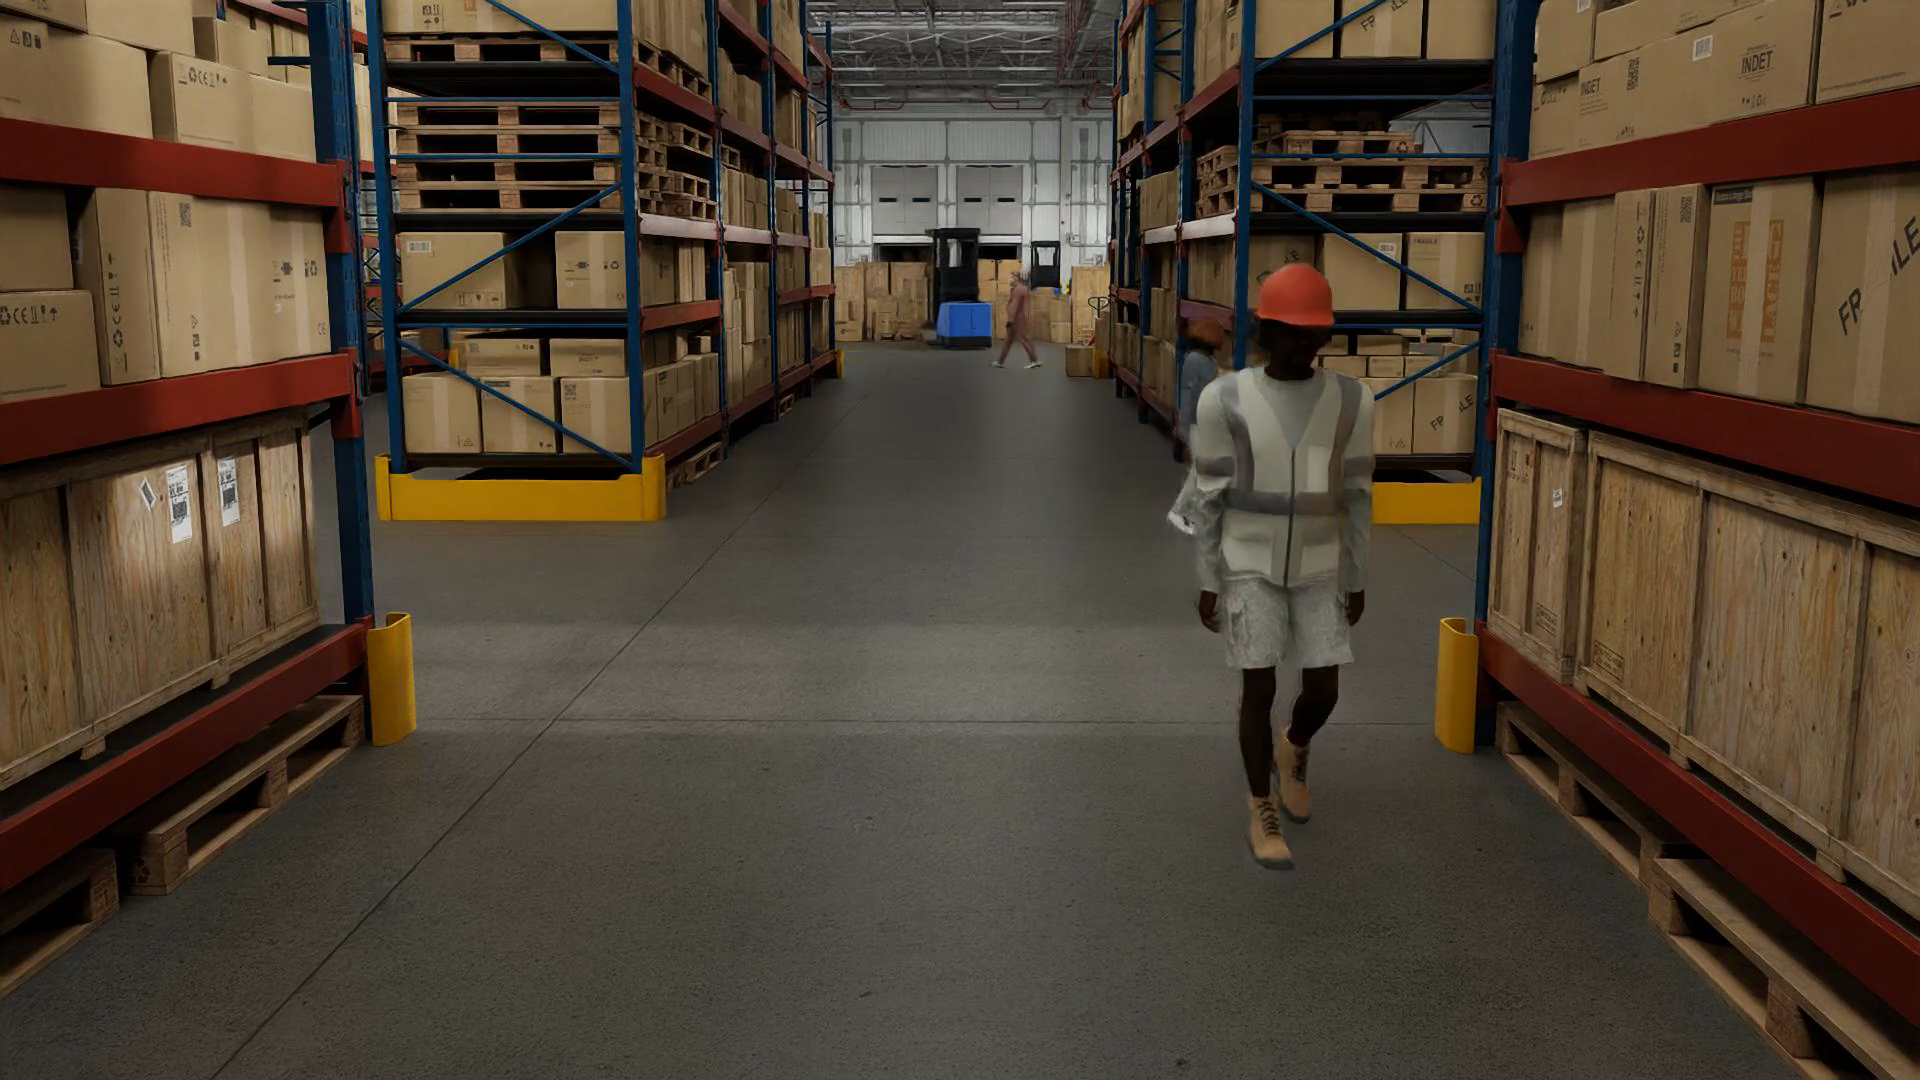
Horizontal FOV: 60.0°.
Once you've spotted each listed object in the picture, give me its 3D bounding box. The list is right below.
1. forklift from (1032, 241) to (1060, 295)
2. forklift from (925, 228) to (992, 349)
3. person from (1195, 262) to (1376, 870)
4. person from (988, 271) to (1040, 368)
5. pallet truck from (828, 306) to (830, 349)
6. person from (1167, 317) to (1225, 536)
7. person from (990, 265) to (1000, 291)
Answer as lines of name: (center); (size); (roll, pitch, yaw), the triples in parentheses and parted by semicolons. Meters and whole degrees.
forklift: (3.177, -9.688, 61.592); (1.129, 2.768, 1.873); (0, 9, 1)
forklift: (-0.022, -5.940, 39.141); (1.129, 2.768, 1.873); (-3, 10, -18)
person: (1.087, 0.085, 5.629); (0.607, 2.028, 0.510); (0, 9, 0)
person: (1.088, -4.220, 31.920); (0.996, 1.864, 0.658); (0, 9, 1)
pallet truck: (-3.100, -3.940, 29.800); (1.885, 1.965, 0.823); (3, 10, 19)
person: (1.782, -0.828, 12.273); (0.335, 1.617, 0.526); (6, 11, 31)
person: (1.192, -8.206, 55.579); (0.450, 1.920, 0.647); (-2, 10, -13)
